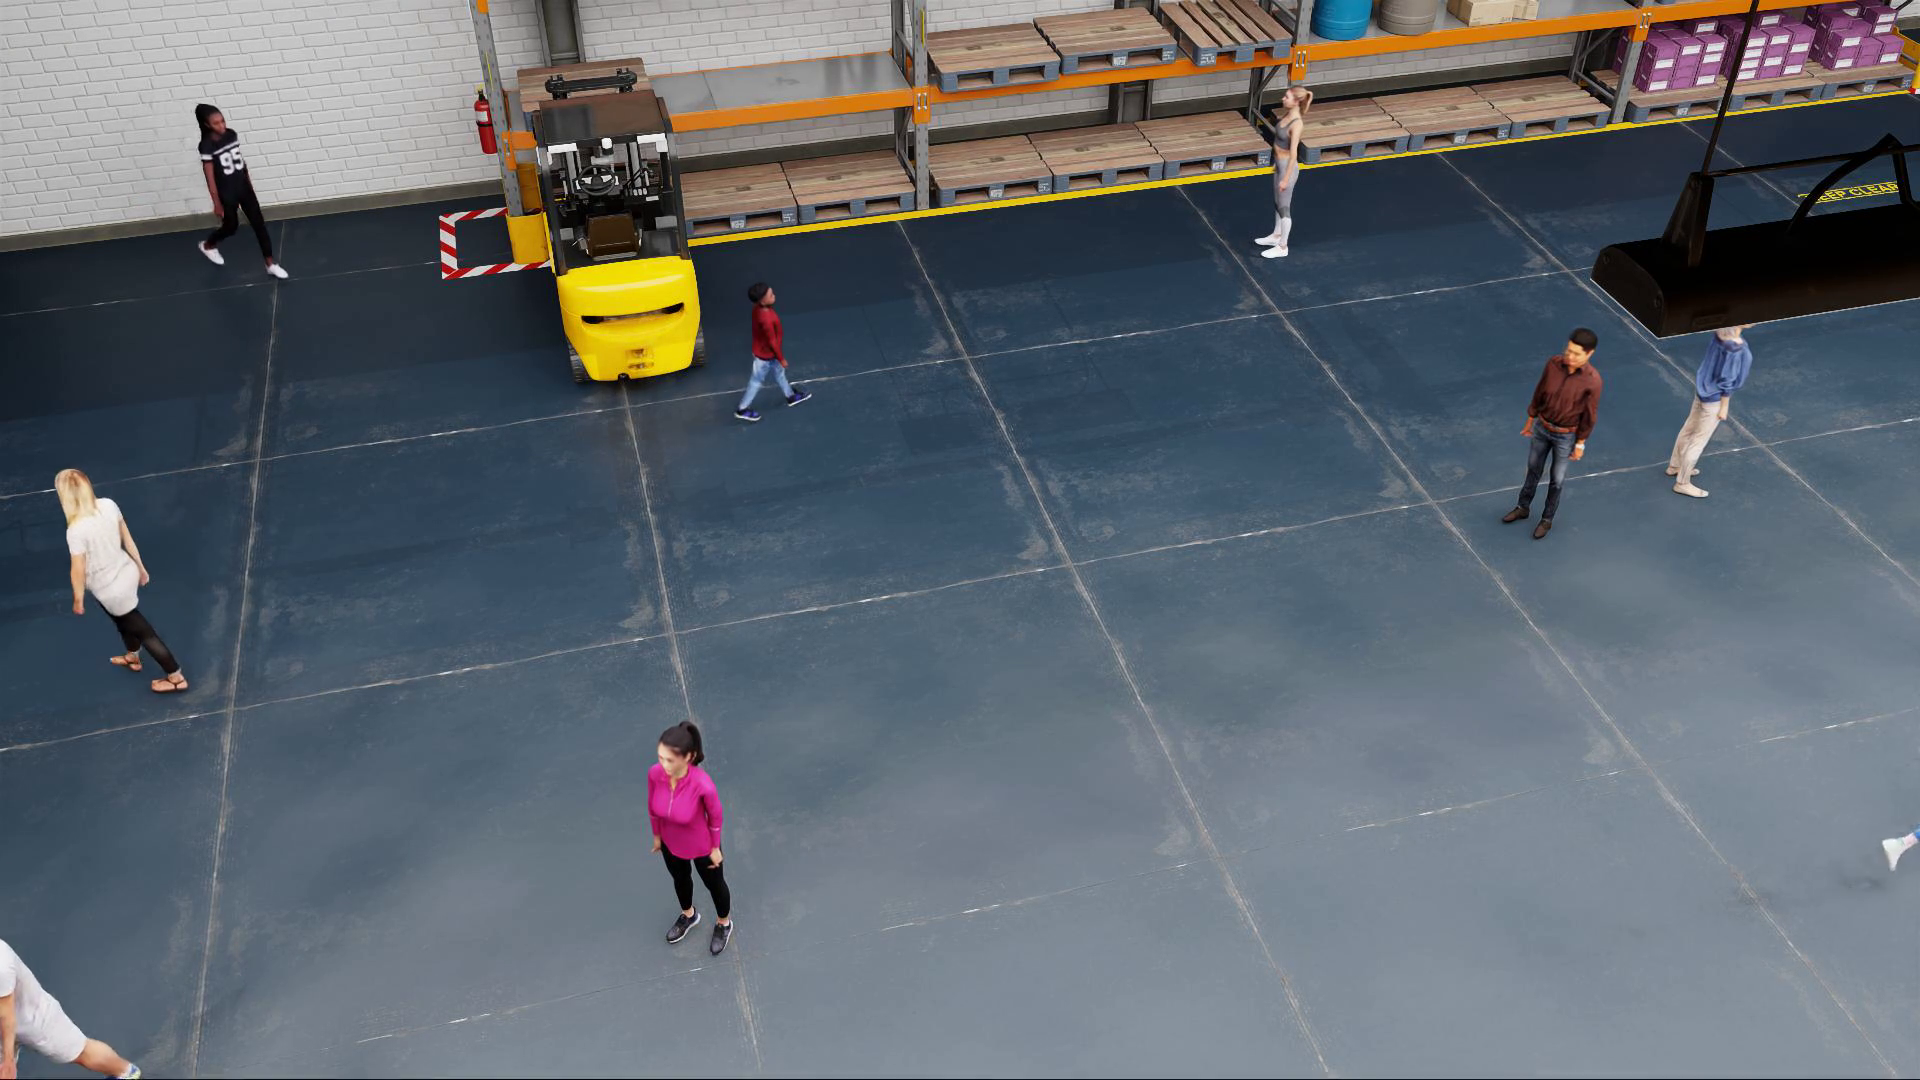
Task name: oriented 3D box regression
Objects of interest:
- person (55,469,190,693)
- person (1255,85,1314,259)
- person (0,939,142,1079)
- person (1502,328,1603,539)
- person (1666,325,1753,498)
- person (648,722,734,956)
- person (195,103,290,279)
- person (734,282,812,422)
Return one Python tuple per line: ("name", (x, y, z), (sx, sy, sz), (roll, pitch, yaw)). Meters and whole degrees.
("person", (-5.440, 0.313, 10.921), (0.954, 1.804, 0.789), (4, 39, 4))
("person", (3.094, -3.505, 15.783), (0.601, 1.703, 0.600), (-2, 39, -3))
("person", (-4.641, 2.349, 8.372), (1.152, 1.805, 1.262), (23, 44, 26))
("person", (4.442, -0.817, 12.358), (0.691, 1.778, 0.718), (-30, 47, -32))
("person", (5.792, -1.125, 12.812), (0.682, 1.703, 0.687), (4, 39, 5))
("person", (-1.505, 1.672, 9.313), (0.664, 1.698, 0.748), (13, 40, 15))
("person", (-6.834, -3.224, 15.434), (1.202, 1.700, 1.084), (14, 41, 17))
("person", (-1.660, -1.531, 13.688), (0.891, 1.234, 0.510), (-11, 40, -14))
